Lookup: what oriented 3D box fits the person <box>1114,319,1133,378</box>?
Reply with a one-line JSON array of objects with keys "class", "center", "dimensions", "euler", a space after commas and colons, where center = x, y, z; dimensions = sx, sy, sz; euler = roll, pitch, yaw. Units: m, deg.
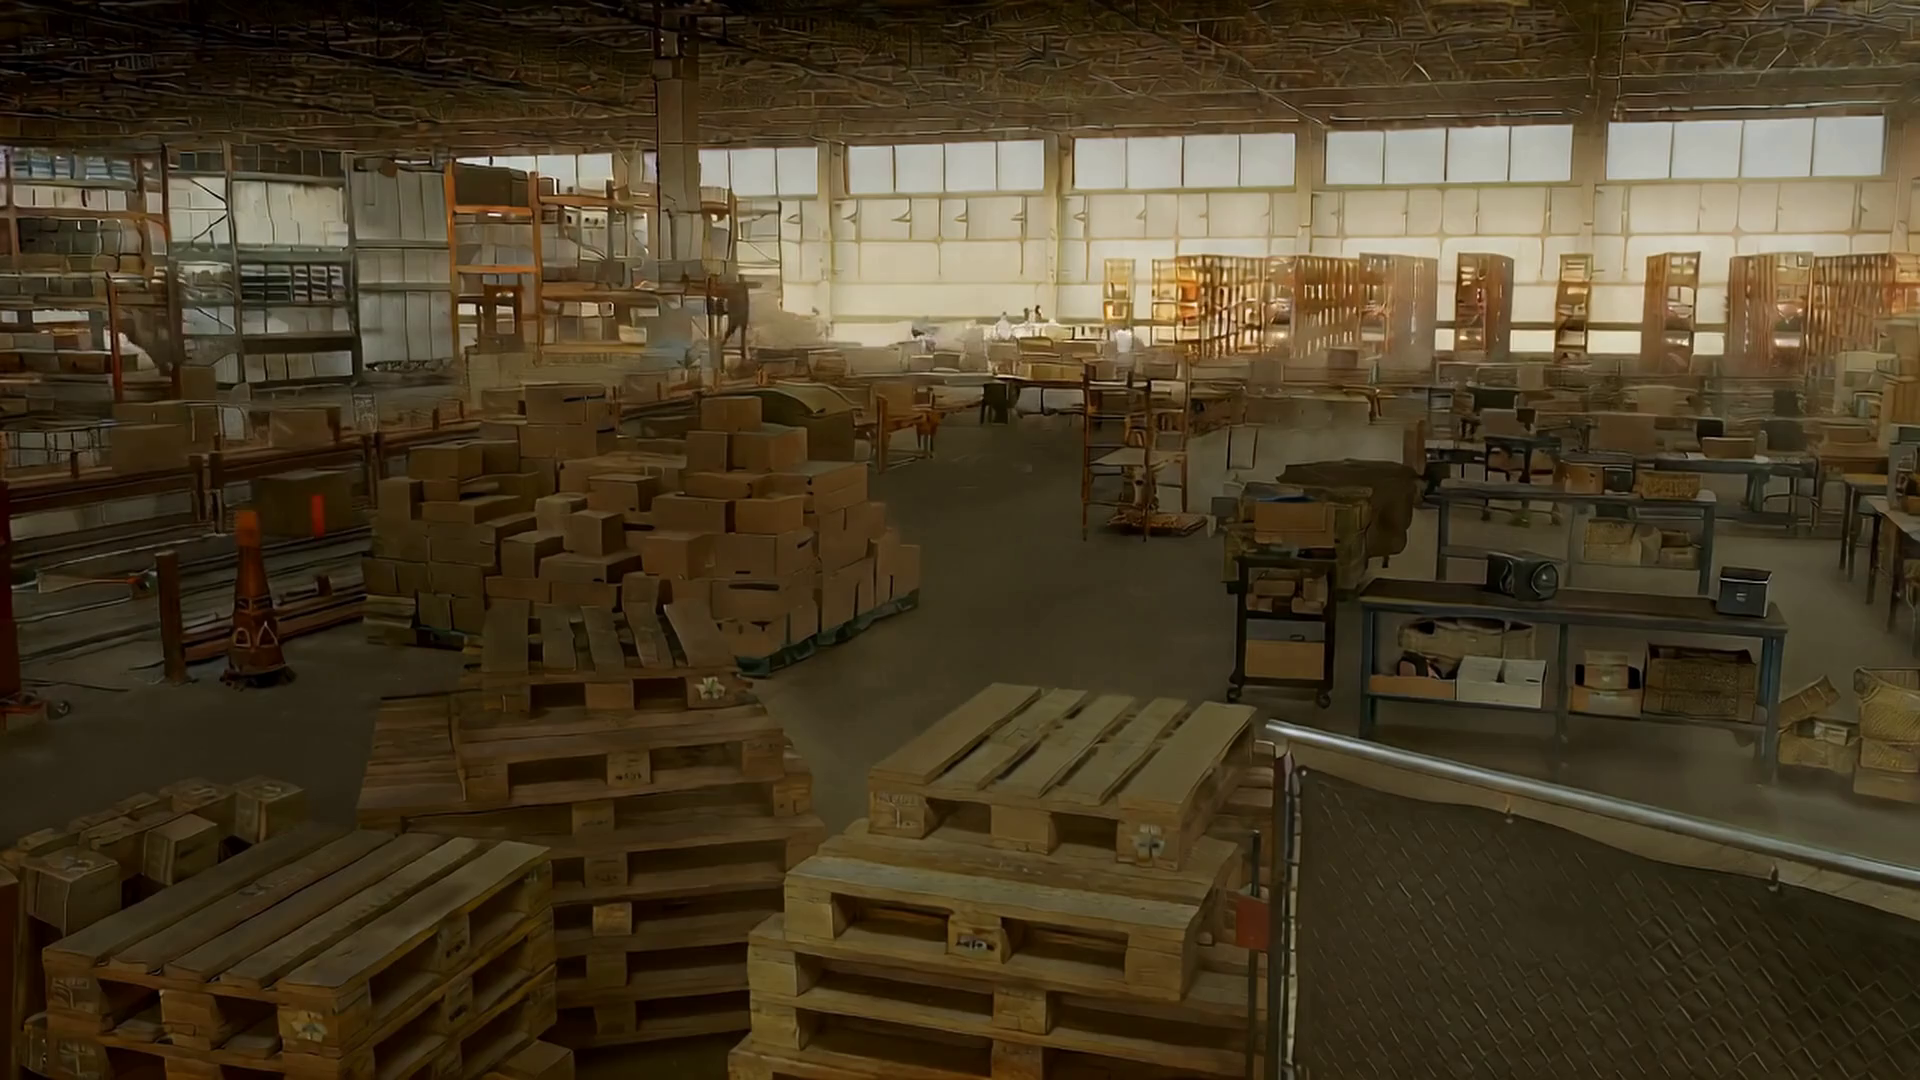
[{"class": "person", "center": [4.474, -5.122, 45.524], "dimensions": [0.606, 1.830, 0.429], "euler": [-4, 10, -24]}]

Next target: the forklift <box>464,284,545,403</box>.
[{"class": "forklift", "center": [-10.832, -4.702, 39.610], "dimensions": [1.129, 2.768, 1.873], "euler": [3, 10, 20]}]

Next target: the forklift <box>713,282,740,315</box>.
[{"class": "forklift", "center": [-7.174, -6.588, 51.457], "dimensions": [1.873, 2.768, 1.129], "euler": [7, 11, 38]}]

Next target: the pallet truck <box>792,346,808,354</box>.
[{"class": "pallet truck", "center": [-3.705, -4.298, 42.022], "dimensions": [0.653, 1.274, 1.630], "euler": [3, 10, 20]}]

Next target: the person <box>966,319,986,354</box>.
[{"class": "person", "center": [0.458, -5.192, 45.968], "dimensions": [0.586, 1.833, 0.403], "euler": [5, 10, 29]}]

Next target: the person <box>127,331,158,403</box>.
[{"class": "person", "center": [-17.190, -3.458, 34.960], "dimensions": [0.808, 1.871, 0.654], "euler": [-1, 9, -6]}]

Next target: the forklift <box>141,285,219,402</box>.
[{"class": "forklift", "center": [-17.089, -4.093, 35.788], "dimensions": [1.873, 2.768, 1.129], "euler": [3, 10, 20]}]

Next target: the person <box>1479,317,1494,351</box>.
[{"class": "person", "center": [15.721, -5.800, 49.858], "dimensions": [0.623, 1.816, 0.604], "euler": [8, 12, 42]}]

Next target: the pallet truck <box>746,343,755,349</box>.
[{"class": "pallet truck", "center": [-6.183, -4.618, 44.264], "dimensions": [1.601, 1.201, 0.680], "euler": [-9, 12, -43]}]

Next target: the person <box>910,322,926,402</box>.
[{"class": "person", "center": [-1.032, -4.098, 38.781], "dimensions": [0.536, 1.929, 0.643], "euler": [3, 9, 16]}]

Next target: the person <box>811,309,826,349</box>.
[{"class": "person", "center": [-5.477, -8.038, 64.112], "dimensions": [0.590, 1.737, 0.371], "euler": [-5, 10, -27]}]

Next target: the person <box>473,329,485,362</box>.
[{"class": "person", "center": [-12.039, -4.481, 41.963], "dimensions": [0.321, 1.694, 0.535], "euler": [8, 12, 41]}]

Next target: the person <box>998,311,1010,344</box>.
[{"class": "person", "center": [1.612, -7.515, 60.873], "dimensions": [0.485, 1.735, 0.346], "euler": [-5, 10, -30]}]

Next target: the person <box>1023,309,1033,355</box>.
[{"class": "person", "center": [2.257, -6.872, 56.288], "dimensions": [0.407, 1.906, 0.655], "euler": [1, 9, 5]}]
